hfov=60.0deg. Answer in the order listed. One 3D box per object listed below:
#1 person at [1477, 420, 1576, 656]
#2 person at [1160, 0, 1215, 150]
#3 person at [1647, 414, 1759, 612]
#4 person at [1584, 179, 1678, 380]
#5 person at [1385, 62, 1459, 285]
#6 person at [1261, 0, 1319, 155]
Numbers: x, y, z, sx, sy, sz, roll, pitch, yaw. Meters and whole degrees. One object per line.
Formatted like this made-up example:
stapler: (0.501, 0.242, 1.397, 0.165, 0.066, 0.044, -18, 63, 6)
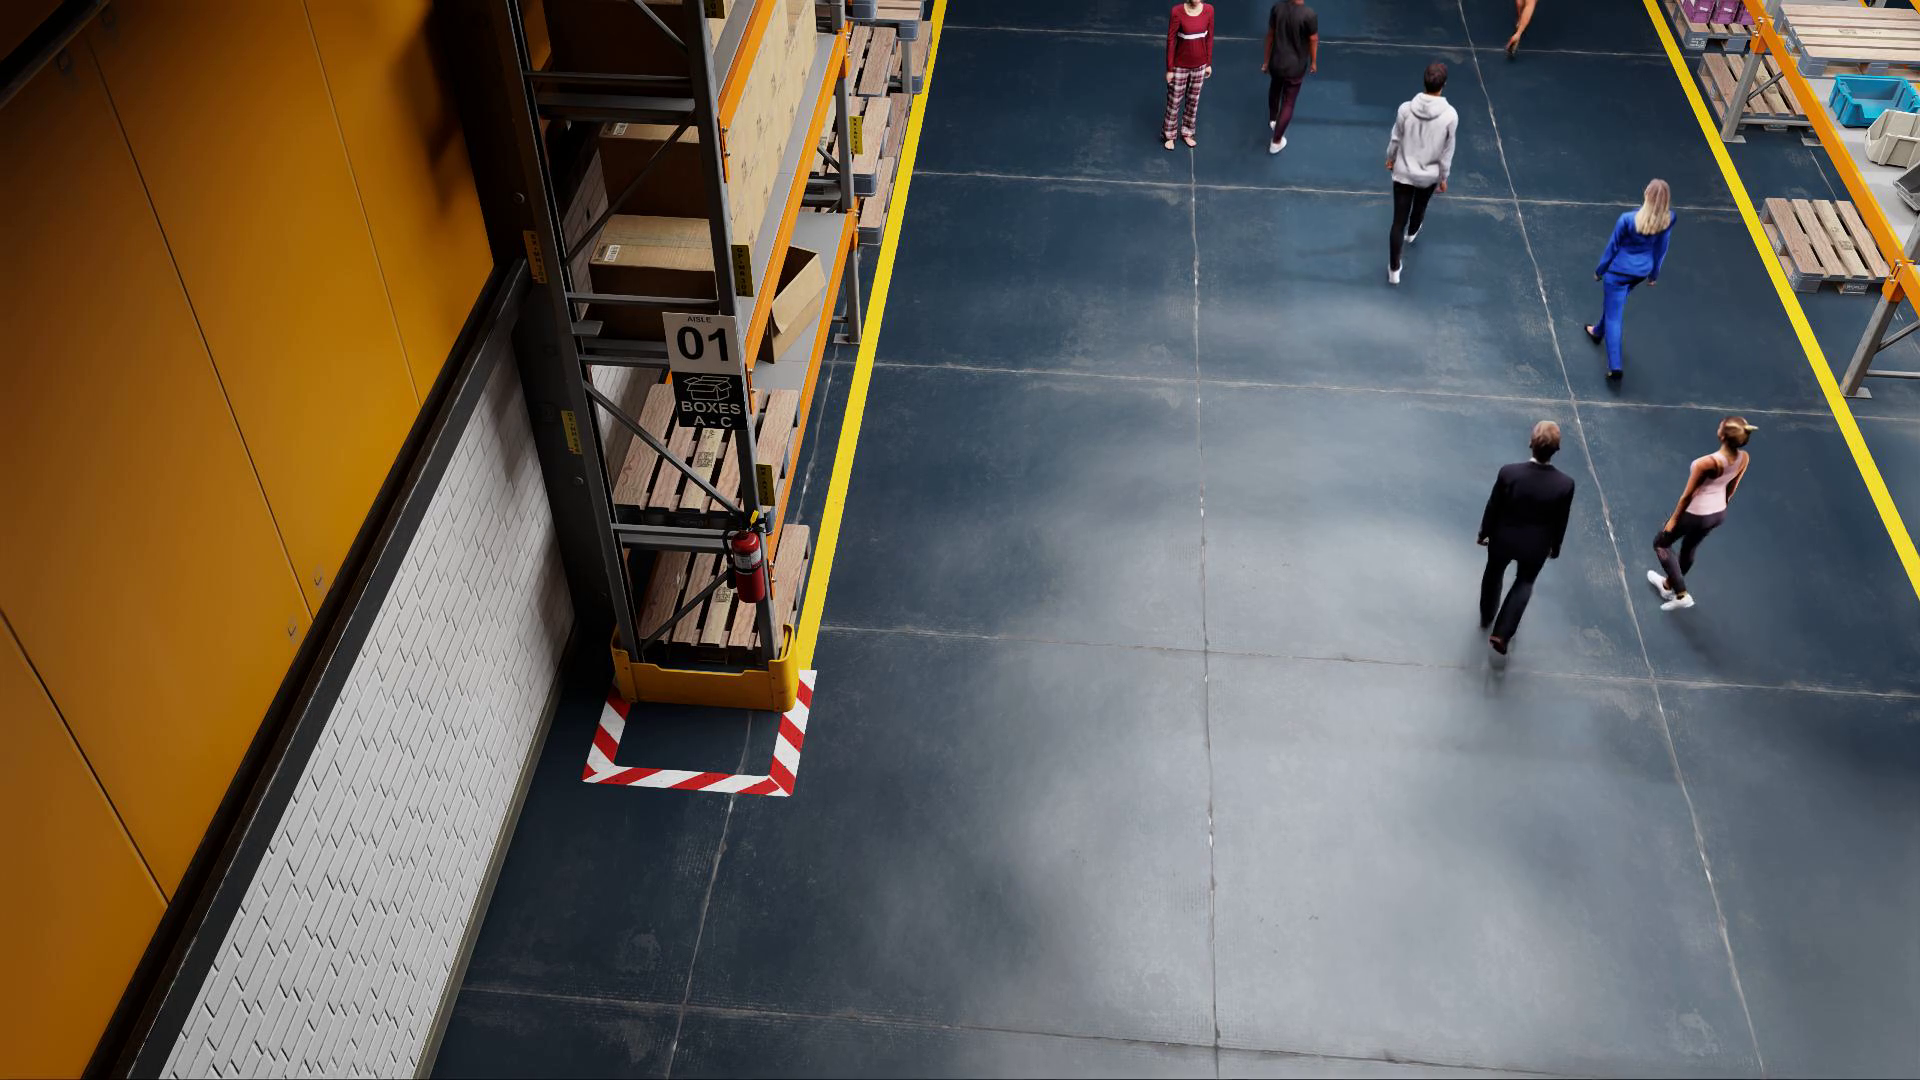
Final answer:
person: (3.665, 0.012, 10.887, 0.871, 1.800, 1.029, 17, 46, 17)
person: (2.155, -4.505, 15.702, 0.682, 1.699, 0.625, -10, 45, -11)
person: (5.005, -0.135, 11.157, 0.731, 1.641, 0.838, -12, 45, -12)
person: (5.300, -2.040, 13.138, 0.758, 1.666, 1.156, -3, 44, -4)
person: (3.837, -3.034, 14.031, 0.892, 1.874, 1.237, 13, 45, 14)
person: (3.055, -4.473, 15.622, 0.852, 1.762, 0.986, 25, 49, 24)
